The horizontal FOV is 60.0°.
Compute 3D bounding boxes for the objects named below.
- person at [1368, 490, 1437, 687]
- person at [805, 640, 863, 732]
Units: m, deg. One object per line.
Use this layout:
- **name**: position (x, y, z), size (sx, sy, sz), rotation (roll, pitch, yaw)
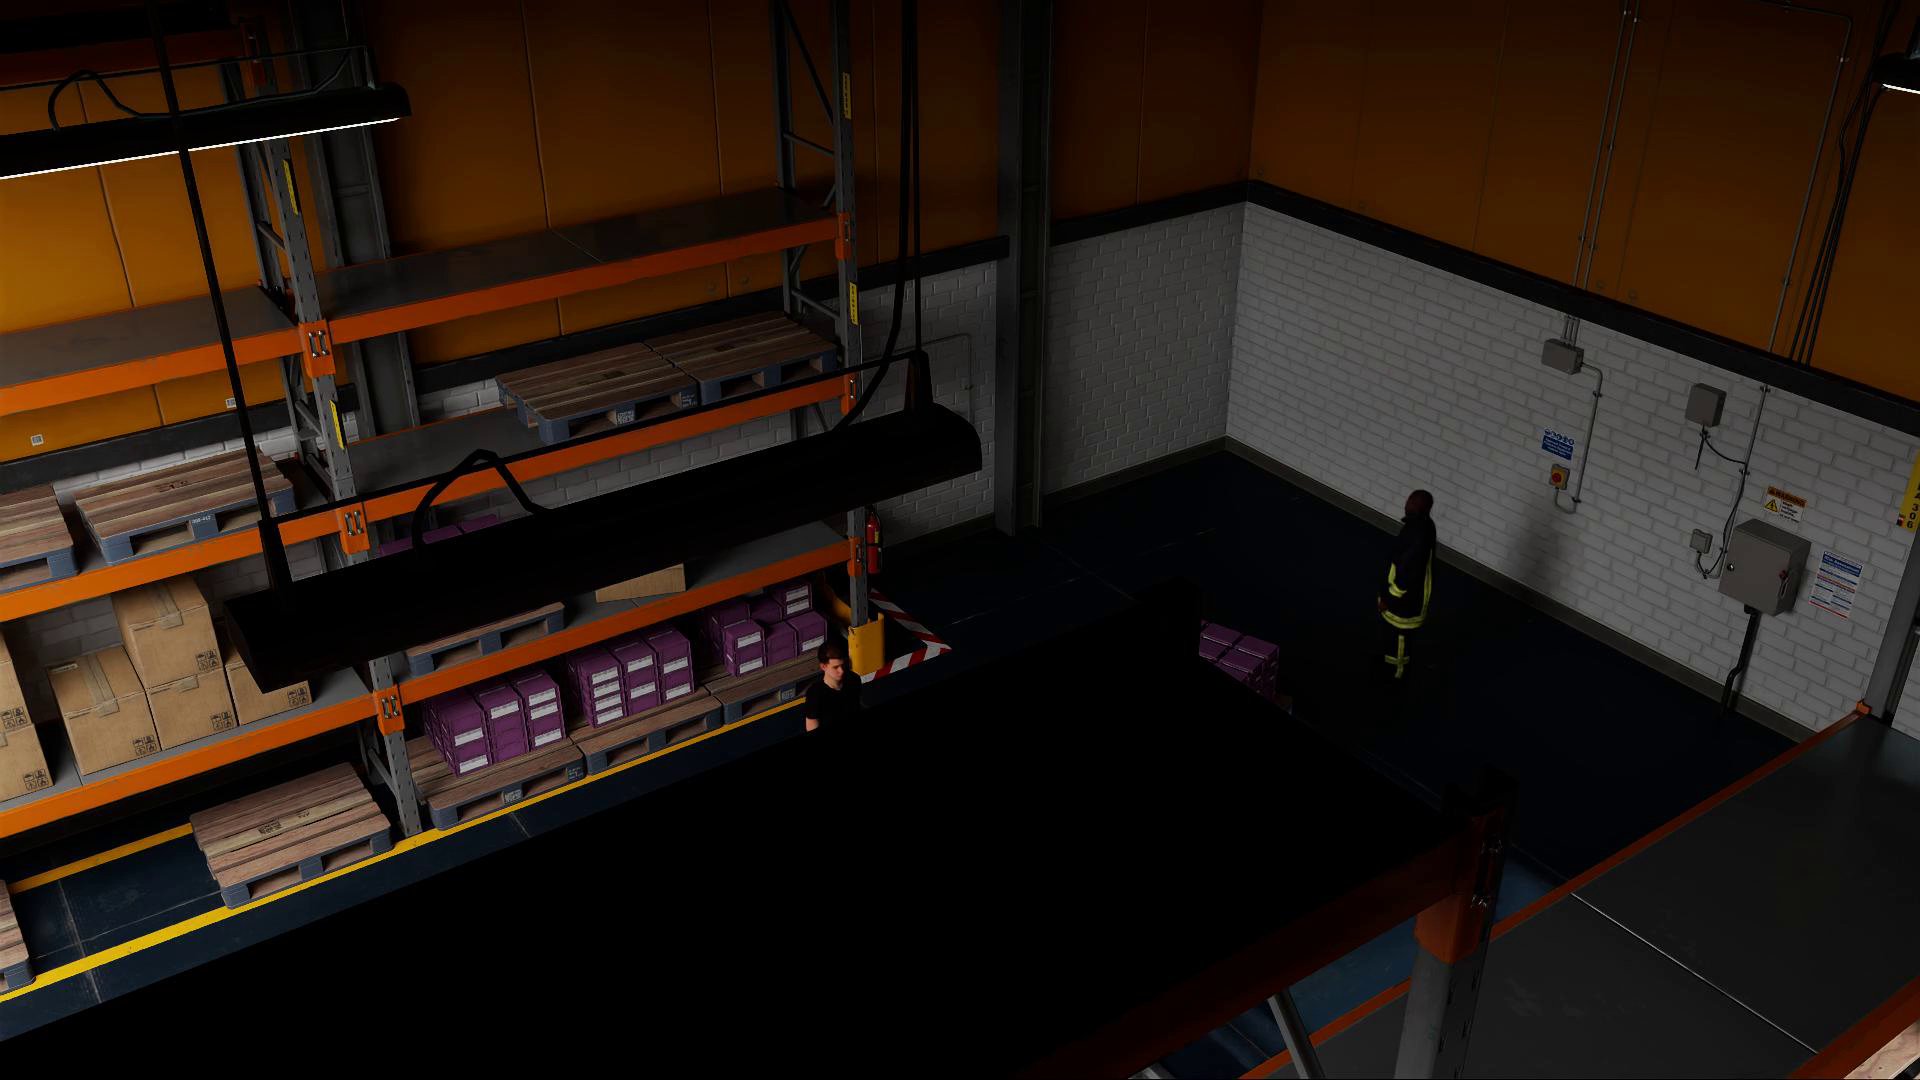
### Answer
- **person**: position (3.797, 0.401, 14.000), size (0.939, 1.817, 0.848), rotation (10, 30, 18)
- **person**: position (-0.881, 1.513, 11.915), size (0.778, 1.862, 0.584), rotation (25, 37, 38)
